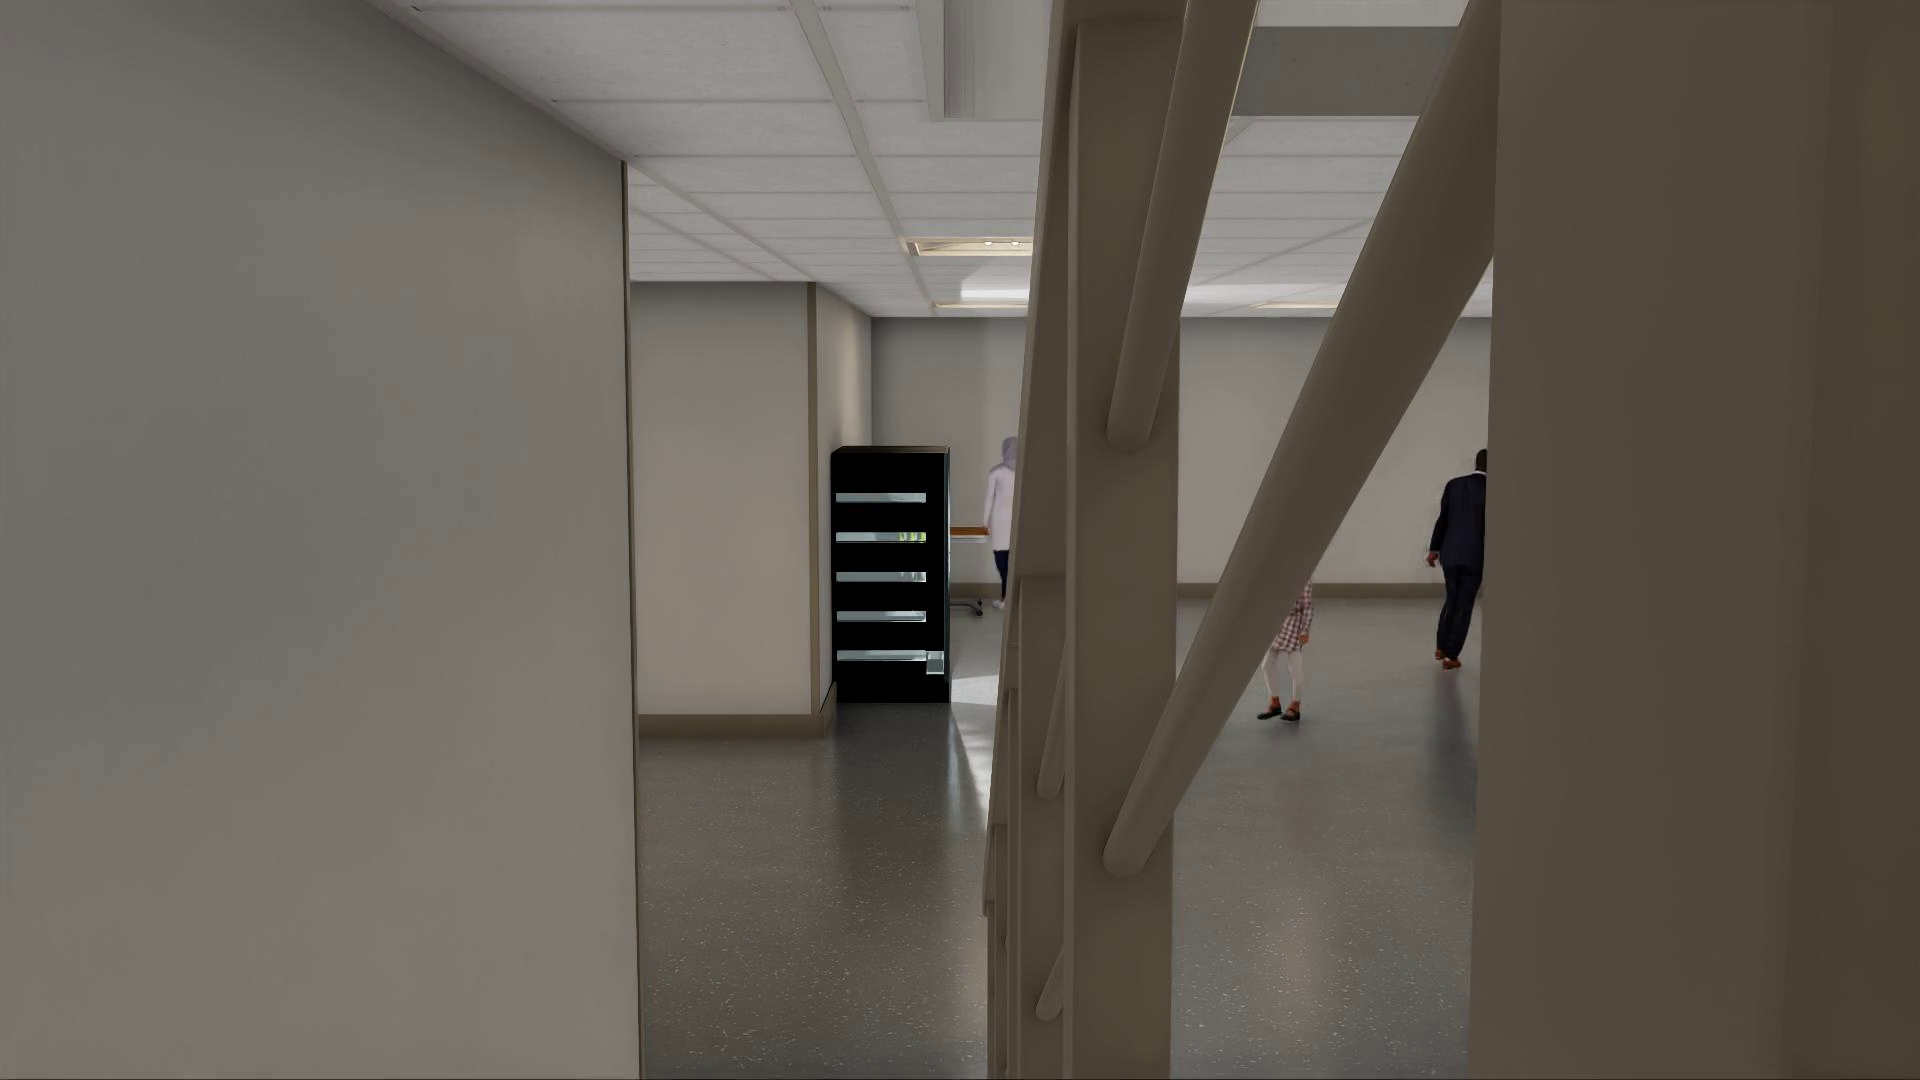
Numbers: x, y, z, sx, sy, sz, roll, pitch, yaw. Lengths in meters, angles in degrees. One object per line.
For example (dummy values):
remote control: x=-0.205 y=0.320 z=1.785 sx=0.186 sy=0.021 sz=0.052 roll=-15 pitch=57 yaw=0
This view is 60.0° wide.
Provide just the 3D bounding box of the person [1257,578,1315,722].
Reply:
person: x=2.302 y=0.604 z=11.505 sx=0.678 sy=1.300 sz=0.733 roll=5 pitch=7 yaw=38

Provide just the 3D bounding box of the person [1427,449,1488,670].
person: x=4.038 y=0.175 z=13.324 sx=0.911 sy=1.790 sz=0.962 roll=4 pitch=7 yaw=35

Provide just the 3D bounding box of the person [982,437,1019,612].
person: x=0.485 y=-0.118 z=16.417 sx=0.927 sy=1.754 sz=1.168 roll=-3 pitch=6 yaw=-25
